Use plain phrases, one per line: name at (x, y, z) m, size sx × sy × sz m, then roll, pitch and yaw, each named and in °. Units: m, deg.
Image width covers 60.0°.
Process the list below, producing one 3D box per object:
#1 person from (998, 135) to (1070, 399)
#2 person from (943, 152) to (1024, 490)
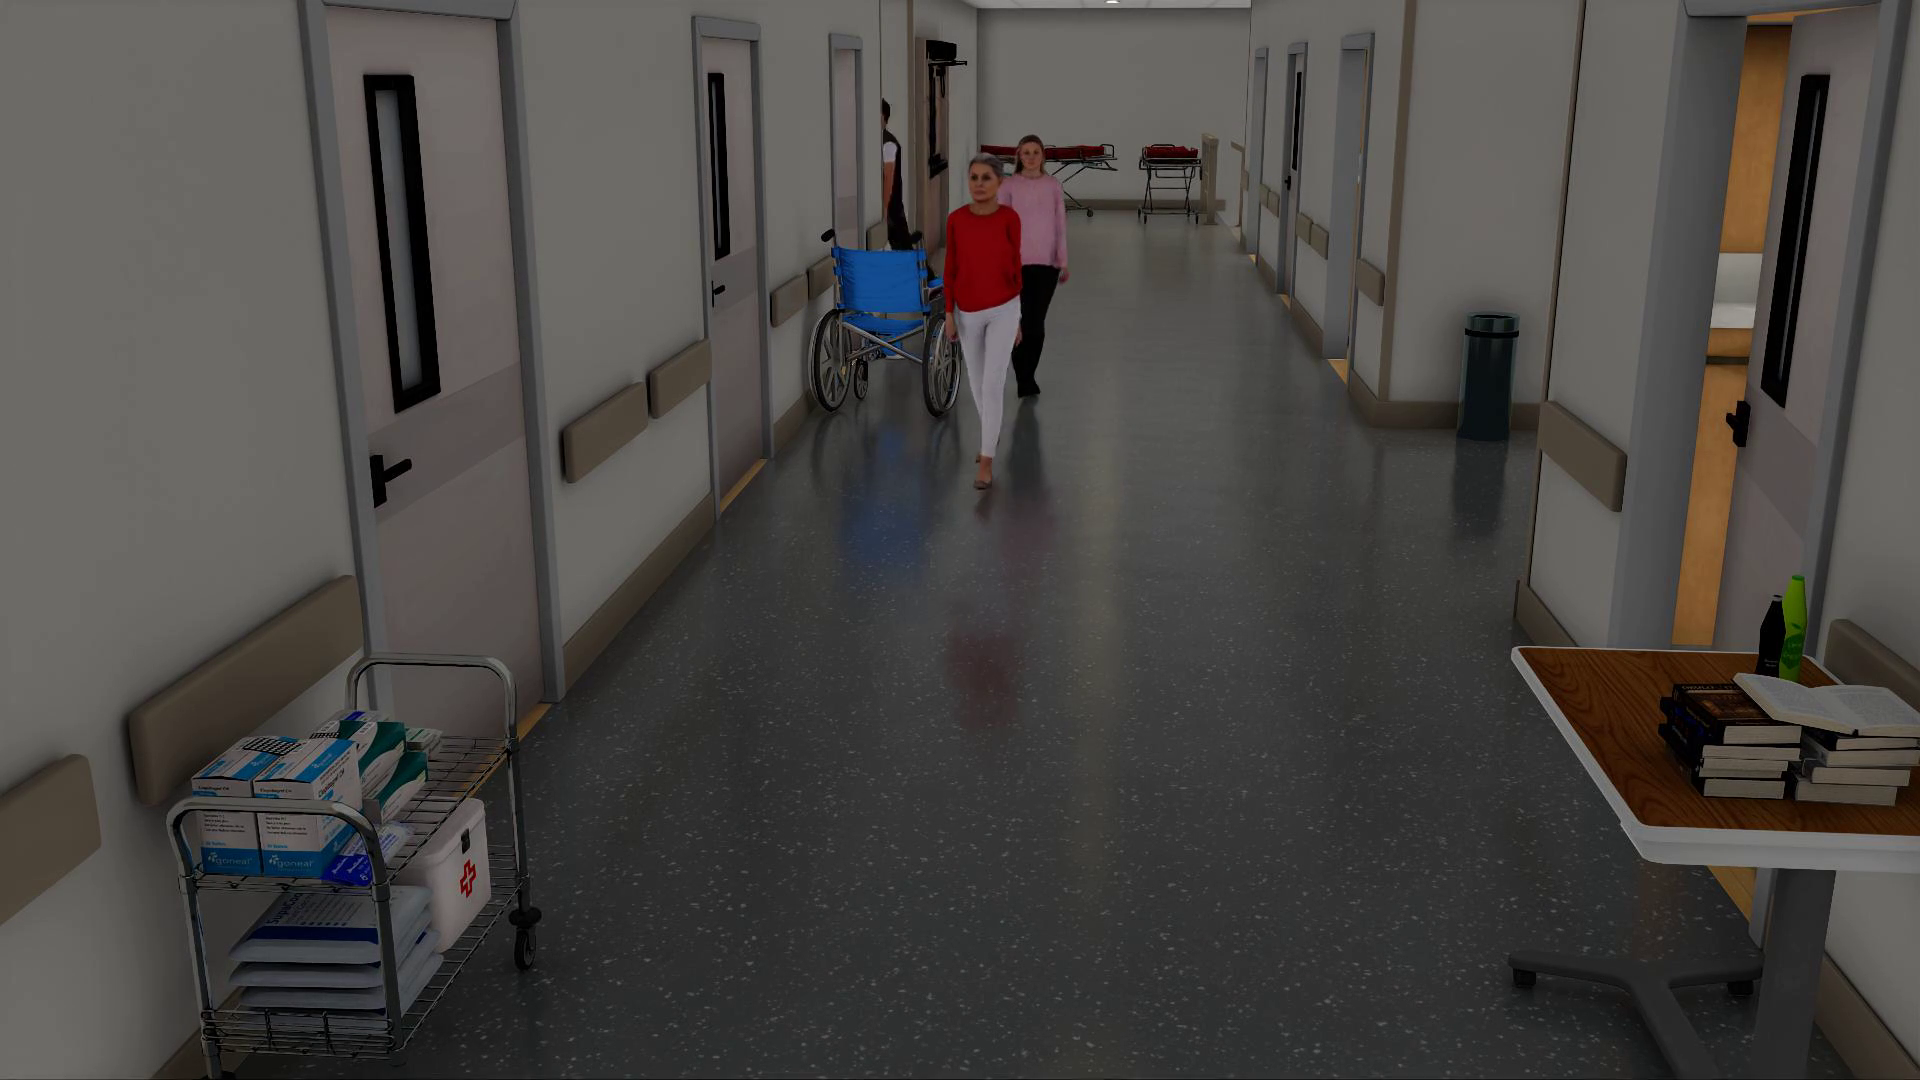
person at (0.453, -1.793, 10.899) m, size 0.719 × 1.674 × 0.849 m, roll -3°, pitch 16°, yaw -10°
person at (0.146, -1.124, 8.572) m, size 0.591 × 1.648 × 1.085 m, roll 3°, pitch 16°, yaw 9°
